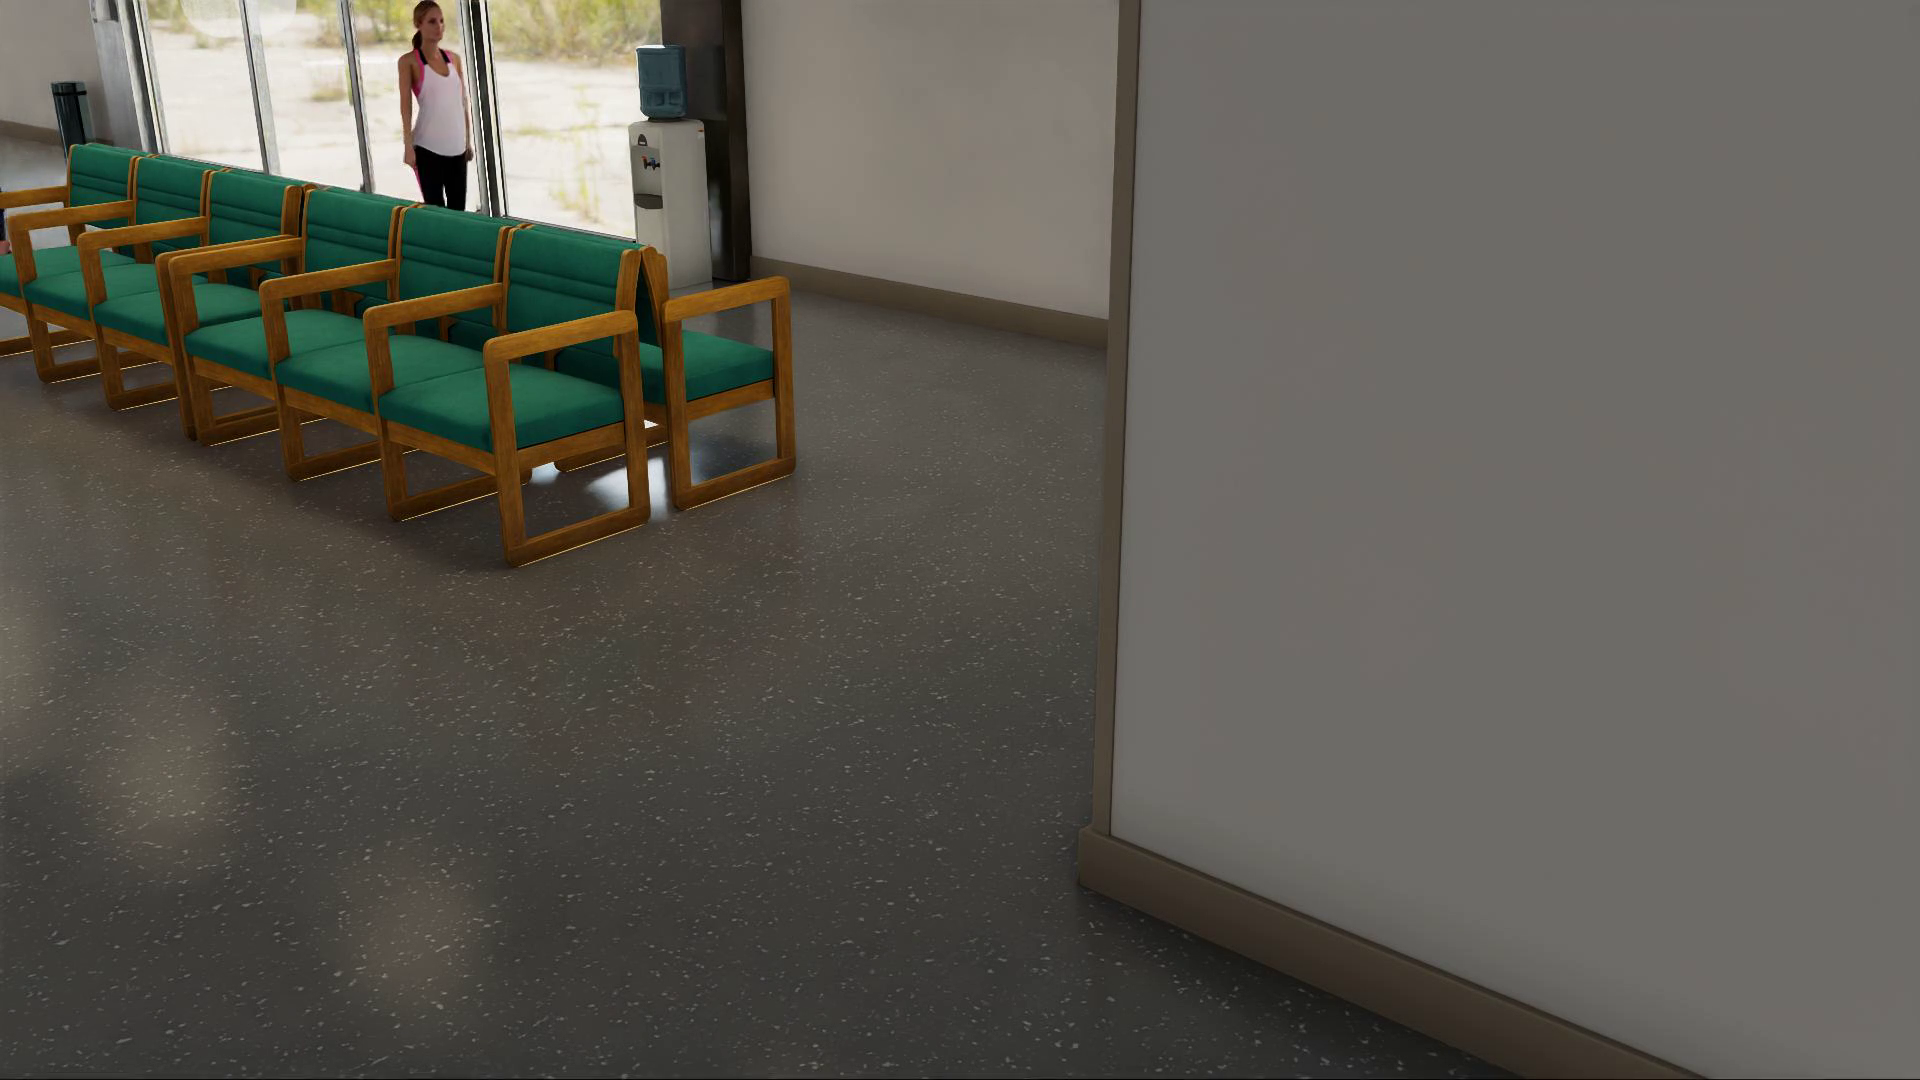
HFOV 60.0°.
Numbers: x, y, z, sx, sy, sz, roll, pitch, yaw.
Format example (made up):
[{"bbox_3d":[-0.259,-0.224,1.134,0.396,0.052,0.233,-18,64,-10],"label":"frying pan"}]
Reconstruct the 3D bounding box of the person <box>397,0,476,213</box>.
[{"bbox_3d":[-3.254,-2.390,10.246,0.677,1.777,0.829,17,27,38],"label":"person"}]
